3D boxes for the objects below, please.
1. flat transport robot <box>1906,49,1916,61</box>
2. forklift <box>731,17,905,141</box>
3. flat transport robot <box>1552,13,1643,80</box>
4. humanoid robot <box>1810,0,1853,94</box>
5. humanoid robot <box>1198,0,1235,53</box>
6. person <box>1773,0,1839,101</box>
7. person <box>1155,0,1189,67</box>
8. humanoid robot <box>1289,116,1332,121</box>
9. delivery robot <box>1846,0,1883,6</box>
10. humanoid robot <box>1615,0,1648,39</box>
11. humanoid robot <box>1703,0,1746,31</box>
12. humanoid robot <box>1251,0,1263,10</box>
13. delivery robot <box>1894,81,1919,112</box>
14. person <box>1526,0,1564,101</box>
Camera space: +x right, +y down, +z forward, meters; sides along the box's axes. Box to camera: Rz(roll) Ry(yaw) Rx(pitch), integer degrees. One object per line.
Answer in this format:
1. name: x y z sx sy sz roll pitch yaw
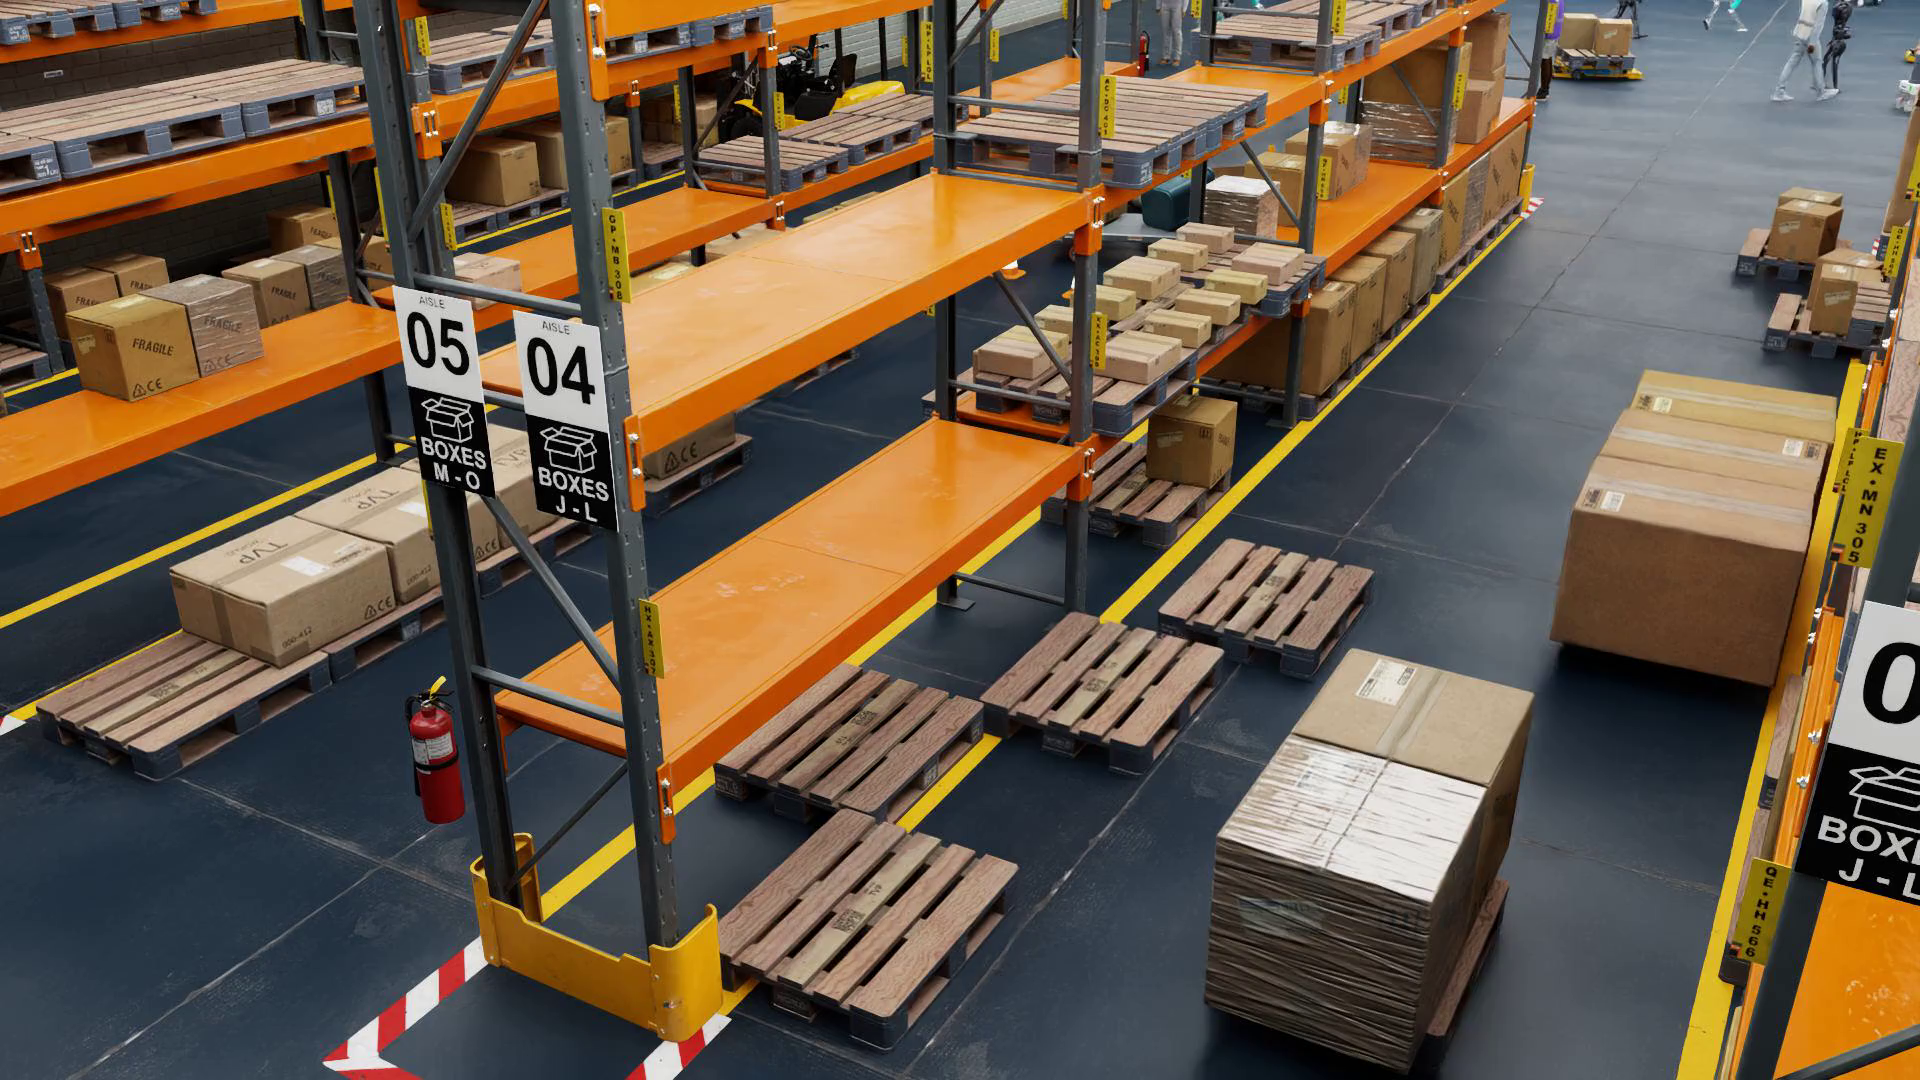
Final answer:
1. flat transport robot: 17.157 -8.351 28.694 1.431 0.231 0.659 11 28 21
2. forklift: -1.819 -5.975 21.543 2.313 2.155 1.214 14 29 26
3. flat transport robot: 10.487 -7.800 27.549 1.431 0.231 0.659 2 26 5
4. humanoid robot: 13.721 -7.833 26.006 0.430 1.645 0.612 8 27 16
5. humanoid robot: 4.324 -8.953 28.262 0.704 1.805 0.547 -18 31 -32
6. person: 13.067 -7.663 25.414 0.974 1.868 0.605 -2 26 -4
7. person: 3.598 -9.032 28.203 0.631 1.929 0.370 17 31 32
8. humanoid robot: 5.094 -6.915 24.159 0.762 1.648 0.608 5 26 10
9. delivery robot: 19.051 -11.537 35.004 0.812 0.611 0.499 -16 30 -29
10. humanoid robot: 12.425 -10.111 30.779 0.598 1.623 0.792 -20 32 -36
11. humanoid robot: 14.643 -10.545 31.593 0.958 1.768 0.540 3 26 5
12. humanoid robot: 5.635 -10.562 31.728 0.757 1.896 0.553 15 29 28
13. delivery robot: 14.515 -6.717 24.968 0.789 0.593 0.499 0 26 0
14. person: 8.993 -7.730 25.453 0.368 1.961 0.607 15 29 28
